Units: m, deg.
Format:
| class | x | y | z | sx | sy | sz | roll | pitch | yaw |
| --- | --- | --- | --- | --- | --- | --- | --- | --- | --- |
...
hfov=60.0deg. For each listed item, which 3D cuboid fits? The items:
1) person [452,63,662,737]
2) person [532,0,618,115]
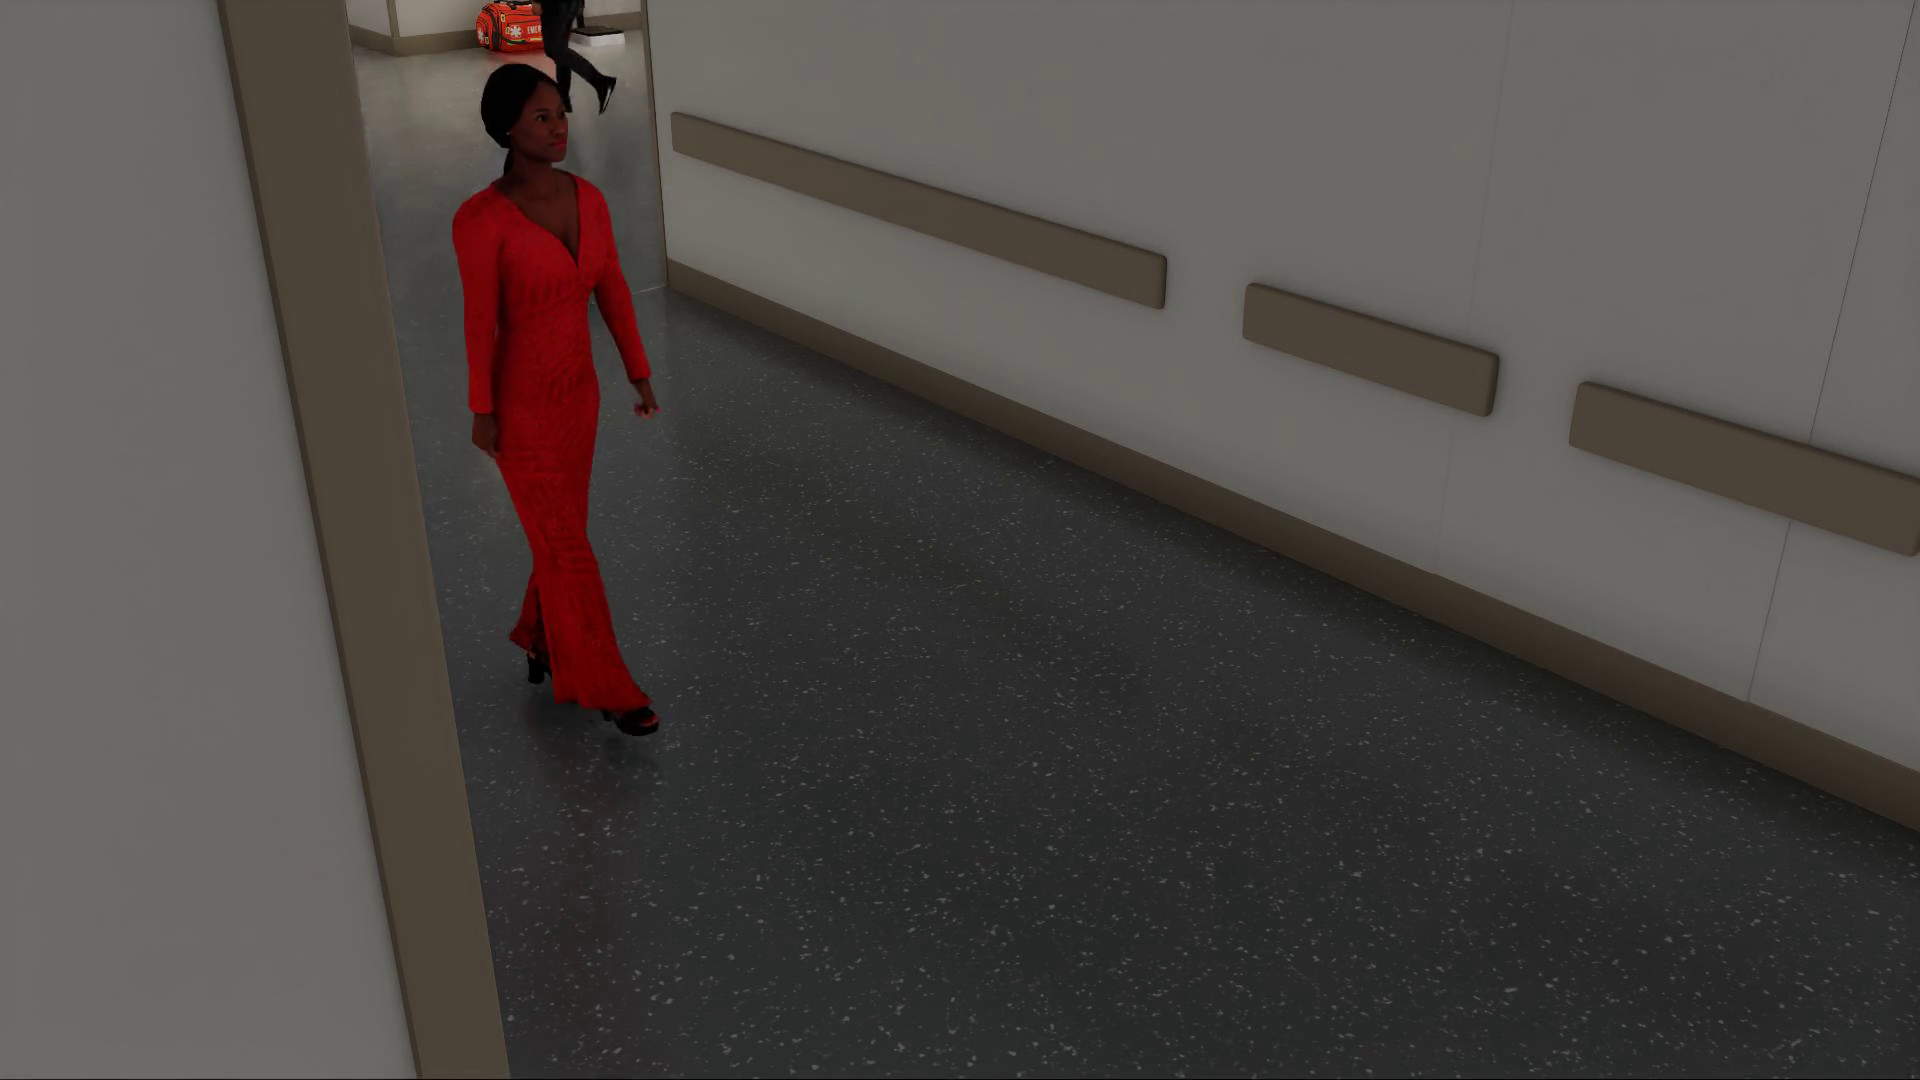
| class | x | y | z | sx | sy | sz | roll | pitch | yaw |
| --- | --- | --- | --- | --- | --- | --- | --- | --- | --- |
| person | -1.153 | -0.351 | 4.421 | 0.858 | 1.761 | 0.912 | 15 | 30 | 28 |
| person | -2.699 | -3.751 | 11.411 | 0.998 | 1.693 | 1.024 | 8 | 27 | 17 |
